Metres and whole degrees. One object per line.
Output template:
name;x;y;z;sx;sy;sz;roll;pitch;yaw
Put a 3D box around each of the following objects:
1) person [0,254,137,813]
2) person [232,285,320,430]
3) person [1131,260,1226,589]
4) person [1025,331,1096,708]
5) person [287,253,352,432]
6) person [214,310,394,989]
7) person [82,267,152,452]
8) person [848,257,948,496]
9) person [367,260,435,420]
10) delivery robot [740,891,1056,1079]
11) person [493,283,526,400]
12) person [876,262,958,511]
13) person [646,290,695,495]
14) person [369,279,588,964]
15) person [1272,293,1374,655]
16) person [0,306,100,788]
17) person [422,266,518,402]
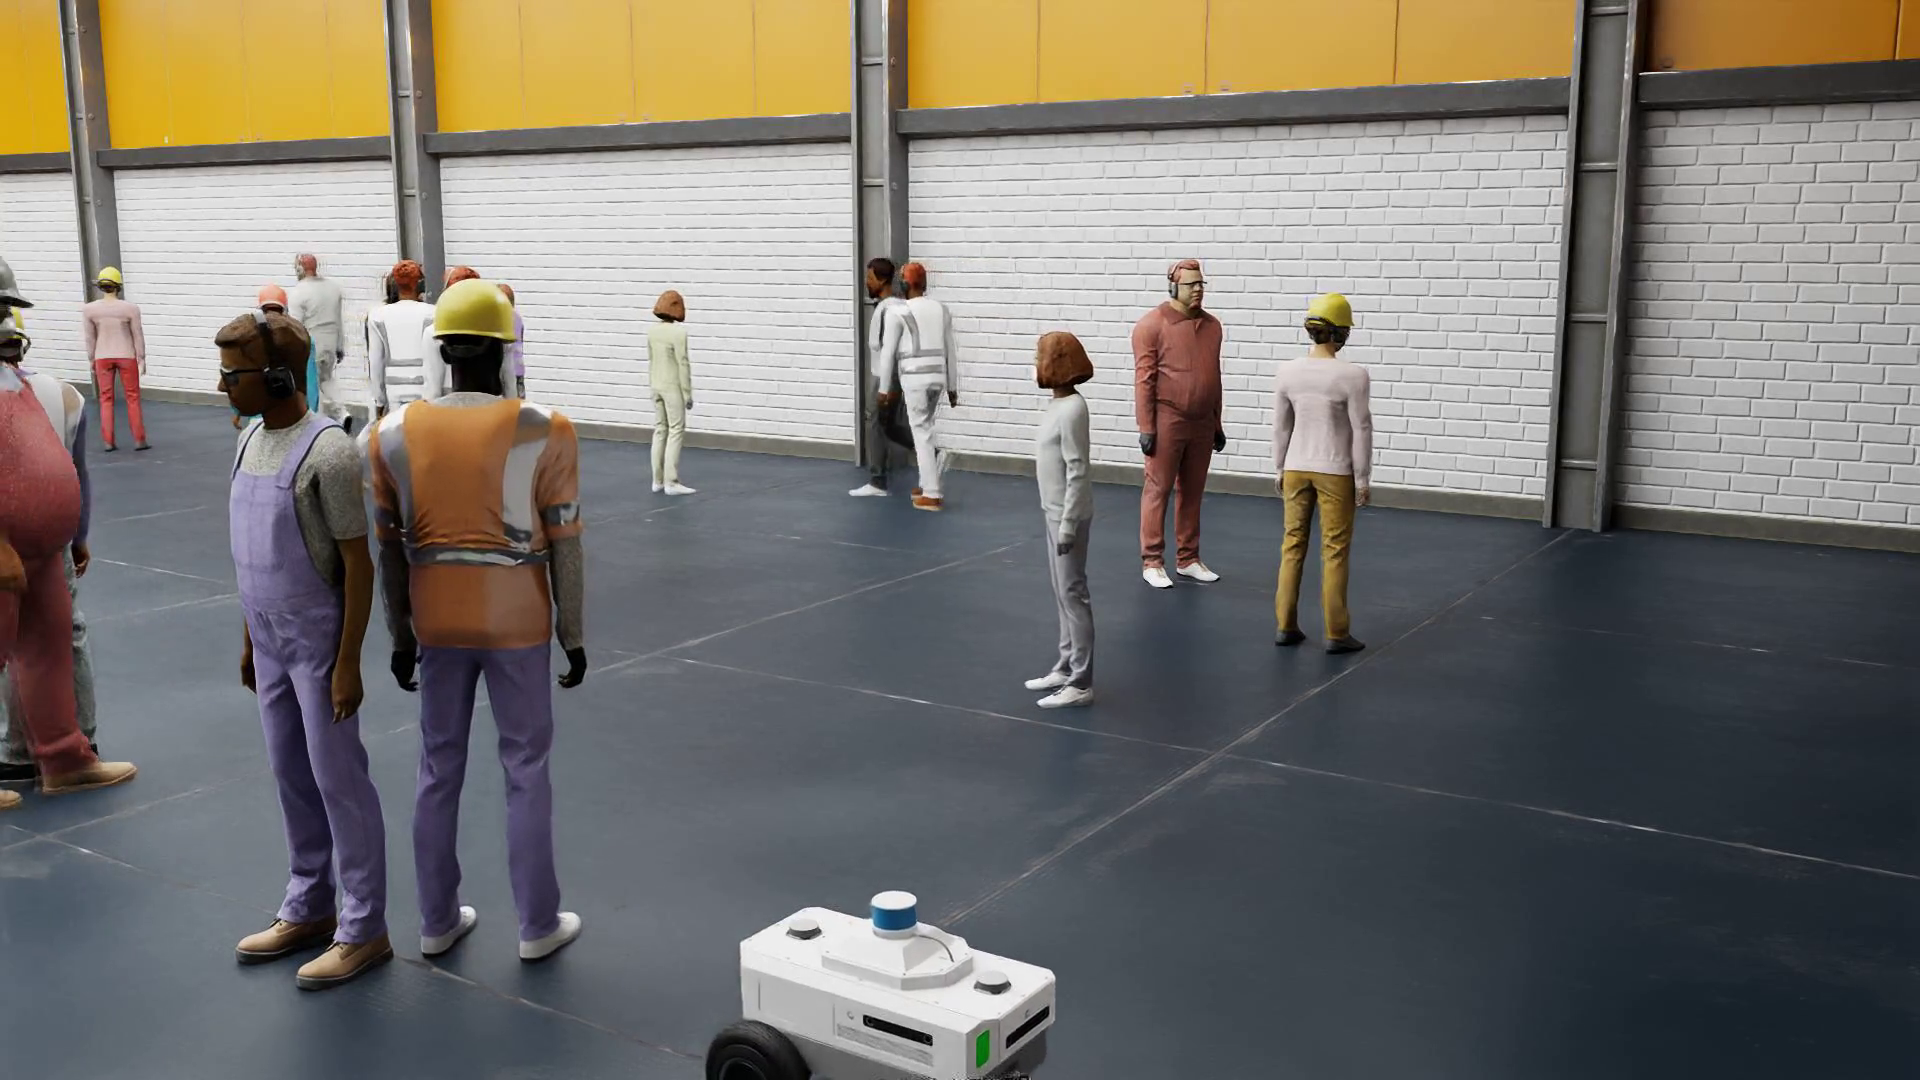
person;-3.406;-0.041;5.860;0.635;2.000;0.721;-1;10;-8
person;-4.809;-0.927;11.684;0.579;1.702;0.894;-4;11;-23
person;1.312;-0.680;9.770;0.638;1.909;0.408;-7;12;-33
person;0.446;-0.087;7.241;0.280;1.632;0.501;-1;10;-4
person;-6.456;-1.920;16.664;0.463;1.891;0.655;5;11;25
person;-1.796;0.298;4.536;0.515;1.839;0.327;8;13;36
person;-8.095;-1.729;15.973;0.532;1.767;0.325;-3;11;-14
person;-0.494;-1.275;13.110;0.719;1.892;0.606;0;10;0
person;-3.772;-0.983;11.518;0.572;1.883;0.358;0;10;-1
delivery robot;-0.145;1.036;3.747;0.707;0.478;0.477;6;12;32
person;-4.047;-1.467;14.873;0.310;1.638;0.522;2;10;12
person;-0.332;-1.164;12.604;0.585;1.851;0.715;-9;14;-41
person;-2.318;-1.176;13.295;0.280;1.630;0.508;-10;14;-44
person;-1.344;0.231;4.711;0.589;1.916;0.419;1;10;5
person;1.794;-0.321;8.206;0.552;1.766;0.348;9;13;40
person;-3.518;0.004;6.188;0.403;1.830;0.599;4;11;23
person;-2.764;-0.602;9.432;0.343;1.879;0.578;9;13;40
